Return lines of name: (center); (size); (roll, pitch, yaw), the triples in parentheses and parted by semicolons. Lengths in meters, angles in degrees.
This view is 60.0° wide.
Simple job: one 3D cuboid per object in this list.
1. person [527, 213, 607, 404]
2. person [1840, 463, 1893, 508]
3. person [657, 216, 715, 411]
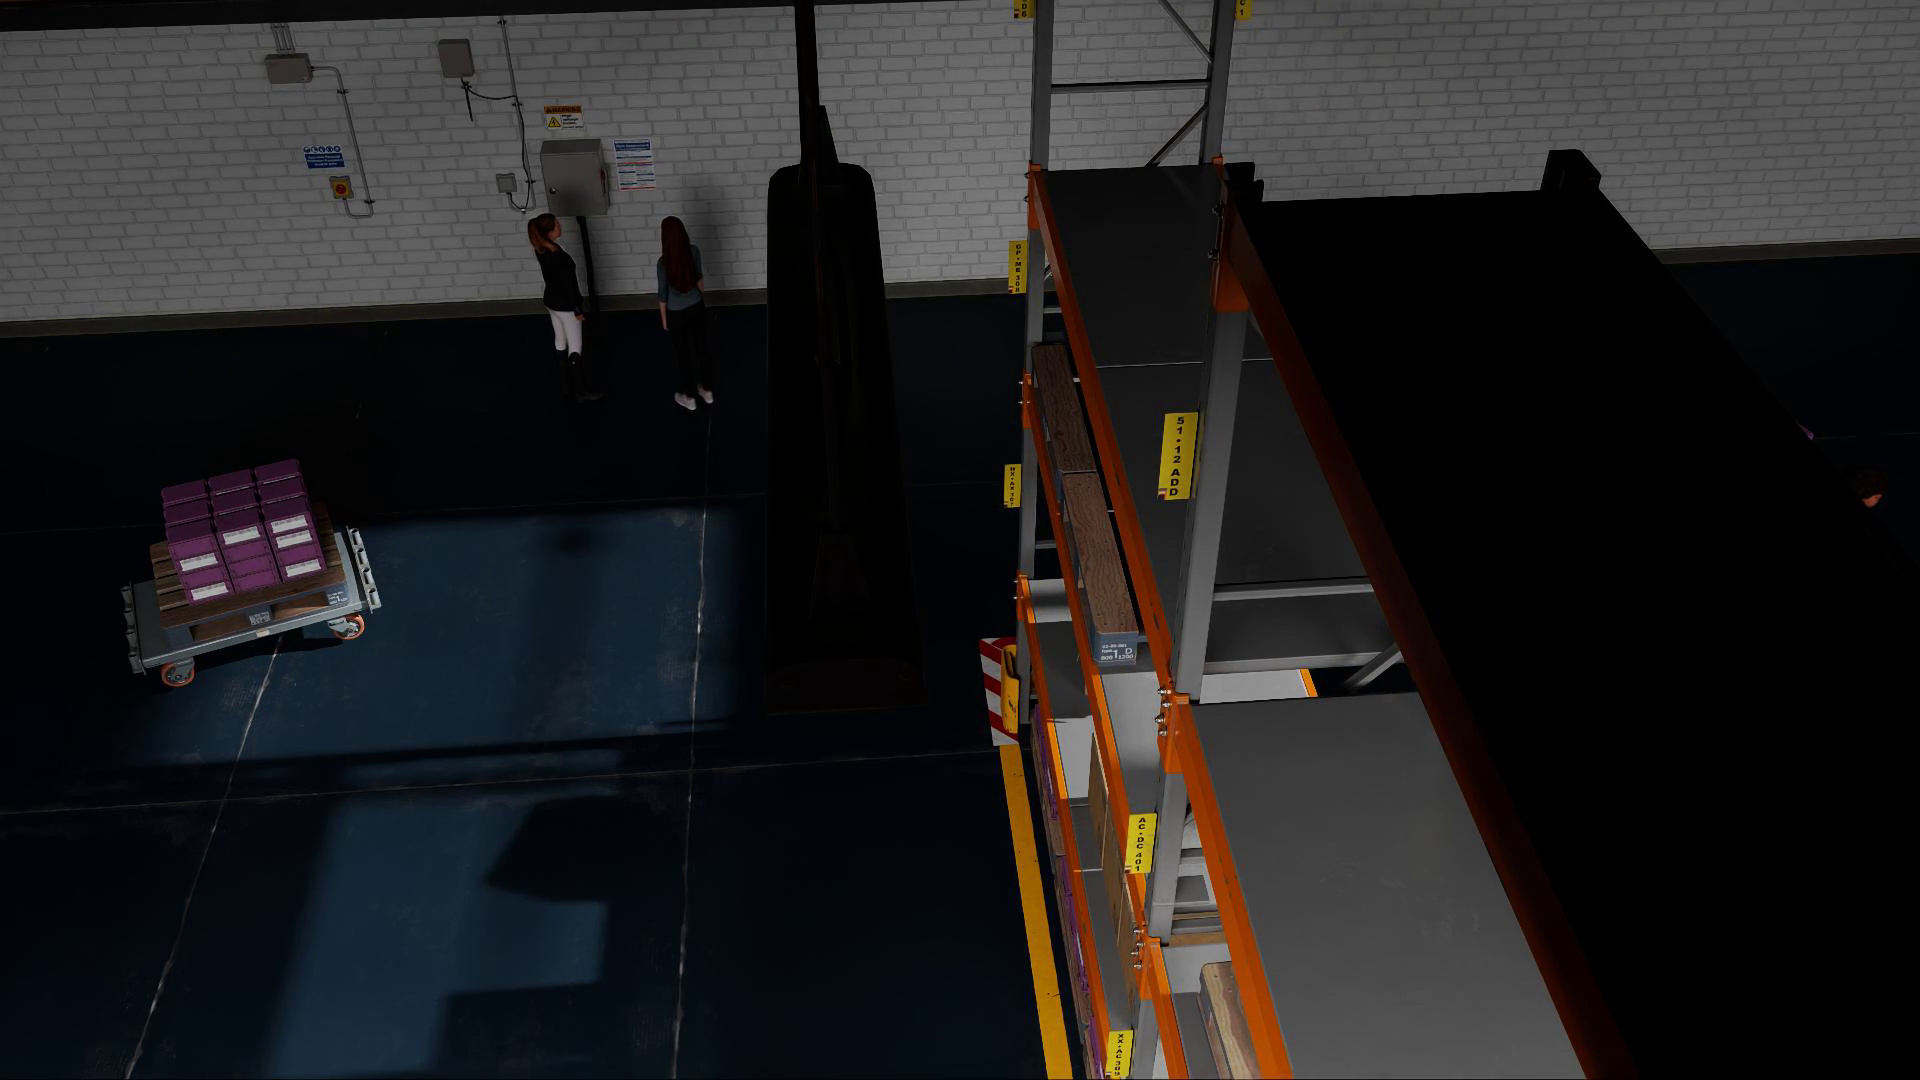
person: (-3.314, -1.943, 13.898); (0.727, 1.729, 0.650); (-28, 46, -30)
person: (5.783, 0.243, 11.117); (0.751, 1.784, 0.611); (8, 39, 10)
person: (-2.273, -1.880, 13.810); (0.662, 1.740, 0.680); (-24, 44, -27)
